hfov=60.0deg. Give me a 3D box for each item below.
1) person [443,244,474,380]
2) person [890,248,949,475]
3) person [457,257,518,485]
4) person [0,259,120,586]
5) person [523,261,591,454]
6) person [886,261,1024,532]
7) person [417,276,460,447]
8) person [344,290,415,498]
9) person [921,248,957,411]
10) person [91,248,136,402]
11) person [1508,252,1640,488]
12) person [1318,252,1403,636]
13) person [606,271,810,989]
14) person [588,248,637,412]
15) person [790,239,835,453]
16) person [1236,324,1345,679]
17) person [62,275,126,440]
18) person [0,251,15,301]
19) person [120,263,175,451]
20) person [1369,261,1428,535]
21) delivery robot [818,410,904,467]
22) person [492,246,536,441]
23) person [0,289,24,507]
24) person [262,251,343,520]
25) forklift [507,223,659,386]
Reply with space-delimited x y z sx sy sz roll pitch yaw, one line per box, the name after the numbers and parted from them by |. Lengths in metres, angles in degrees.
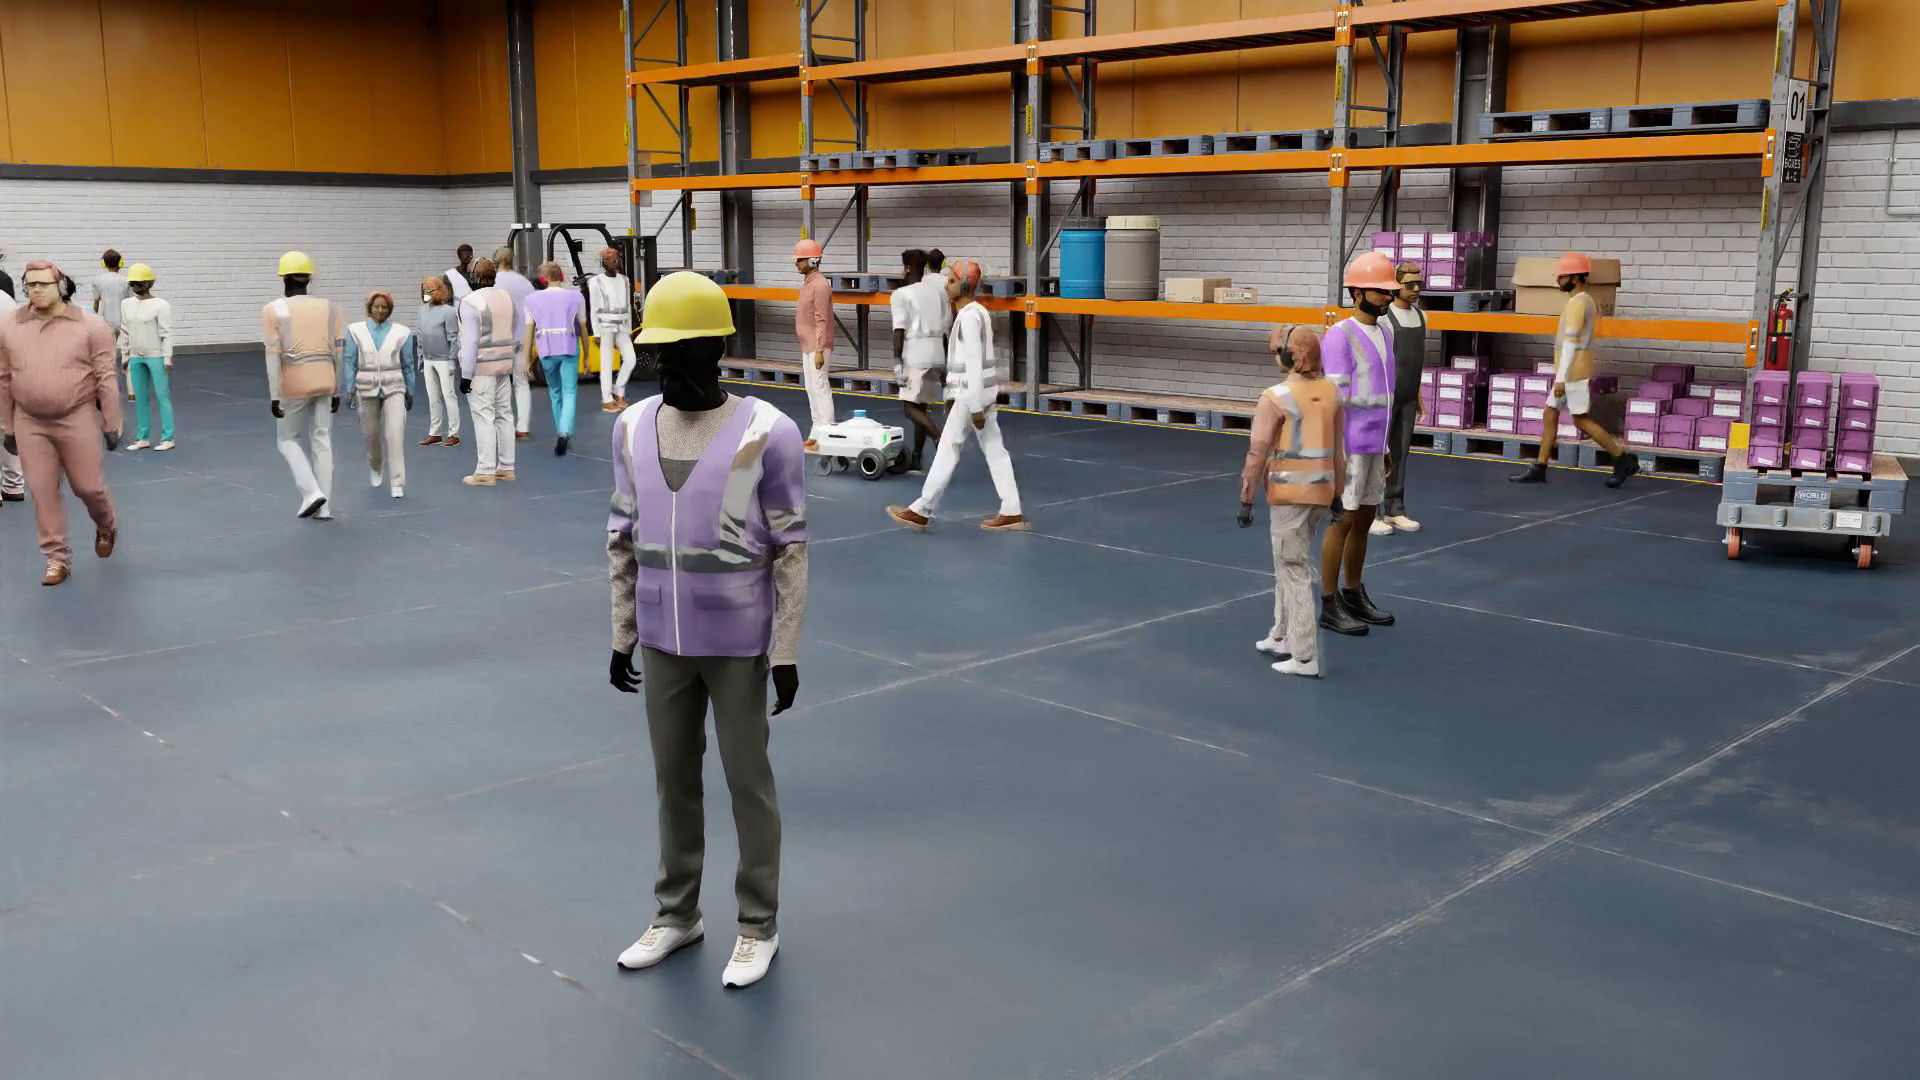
-6.256 -2.809 21.222 0.621 1.898 0.570 -8 13 -37 | person
-0.254 -1.471 13.881 0.814 1.919 0.660 9 14 42 | person
-3.860 -1.367 13.543 0.429 1.843 0.633 4 11 21 | person
-5.316 -0.710 9.841 0.650 1.887 0.709 -2 11 -13 | person
-3.754 -1.701 15.518 0.594 1.796 0.889 -2 11 -8 | person
-0.005 -0.965 11.335 0.975 1.836 0.573 2 11 10 | person
-5.019 -1.709 15.975 0.499 1.633 0.284 6 12 30 | person
-4.543 -1.163 13.061 0.519 1.608 0.762 -3 11 -15 | person
-0.284 -2.413 19.167 0.537 1.869 0.312 -1 10 -6 | person
-10.210 -2.585 20.144 0.569 1.876 0.459 -2 11 -9 | person
4.996 -1.360 13.358 0.960 1.902 0.553 4 11 22 | person
2.060 -0.490 8.497 0.356 1.937 0.552 9 14 41 | person
-0.698 0.248 4.500 0.594 1.926 0.366 4 11 22 | person
-3.962 -2.387 19.013 0.436 1.868 0.613 9 13 39 | person
-1.375 -1.801 15.525 0.408 1.986 0.617 -4 11 -19 | person
1.493 -0.189 7.735 0.542 1.614 0.663 -8 13 -36 | person
-8.430 -1.712 15.916 0.531 1.669 0.766 2 11 11 | person
-11.129 -2.481 19.345 1.005 1.952 0.624 -2 11 -12 | person
-7.658 -1.718 15.670 0.526 1.764 0.329 2 11 13 | person
2.976 -0.962 11.321 0.506 1.846 0.348 -7 12 -32 | person
-0.839 -0.851 13.985 0.707 0.478 0.477 6 12 27 | delivery robot
-4.469 -1.929 16.393 0.578 1.915 0.655 8 13 38 | person
-7.311 -1.195 12.427 0.411 1.908 0.643 1 10 5 | person
-4.652 -1.086 11.813 0.414 1.907 0.599 9 14 41 | person
-5.316 -3.263 22.920 2.313 2.155 1.214 -10 14 -44 | forklift
